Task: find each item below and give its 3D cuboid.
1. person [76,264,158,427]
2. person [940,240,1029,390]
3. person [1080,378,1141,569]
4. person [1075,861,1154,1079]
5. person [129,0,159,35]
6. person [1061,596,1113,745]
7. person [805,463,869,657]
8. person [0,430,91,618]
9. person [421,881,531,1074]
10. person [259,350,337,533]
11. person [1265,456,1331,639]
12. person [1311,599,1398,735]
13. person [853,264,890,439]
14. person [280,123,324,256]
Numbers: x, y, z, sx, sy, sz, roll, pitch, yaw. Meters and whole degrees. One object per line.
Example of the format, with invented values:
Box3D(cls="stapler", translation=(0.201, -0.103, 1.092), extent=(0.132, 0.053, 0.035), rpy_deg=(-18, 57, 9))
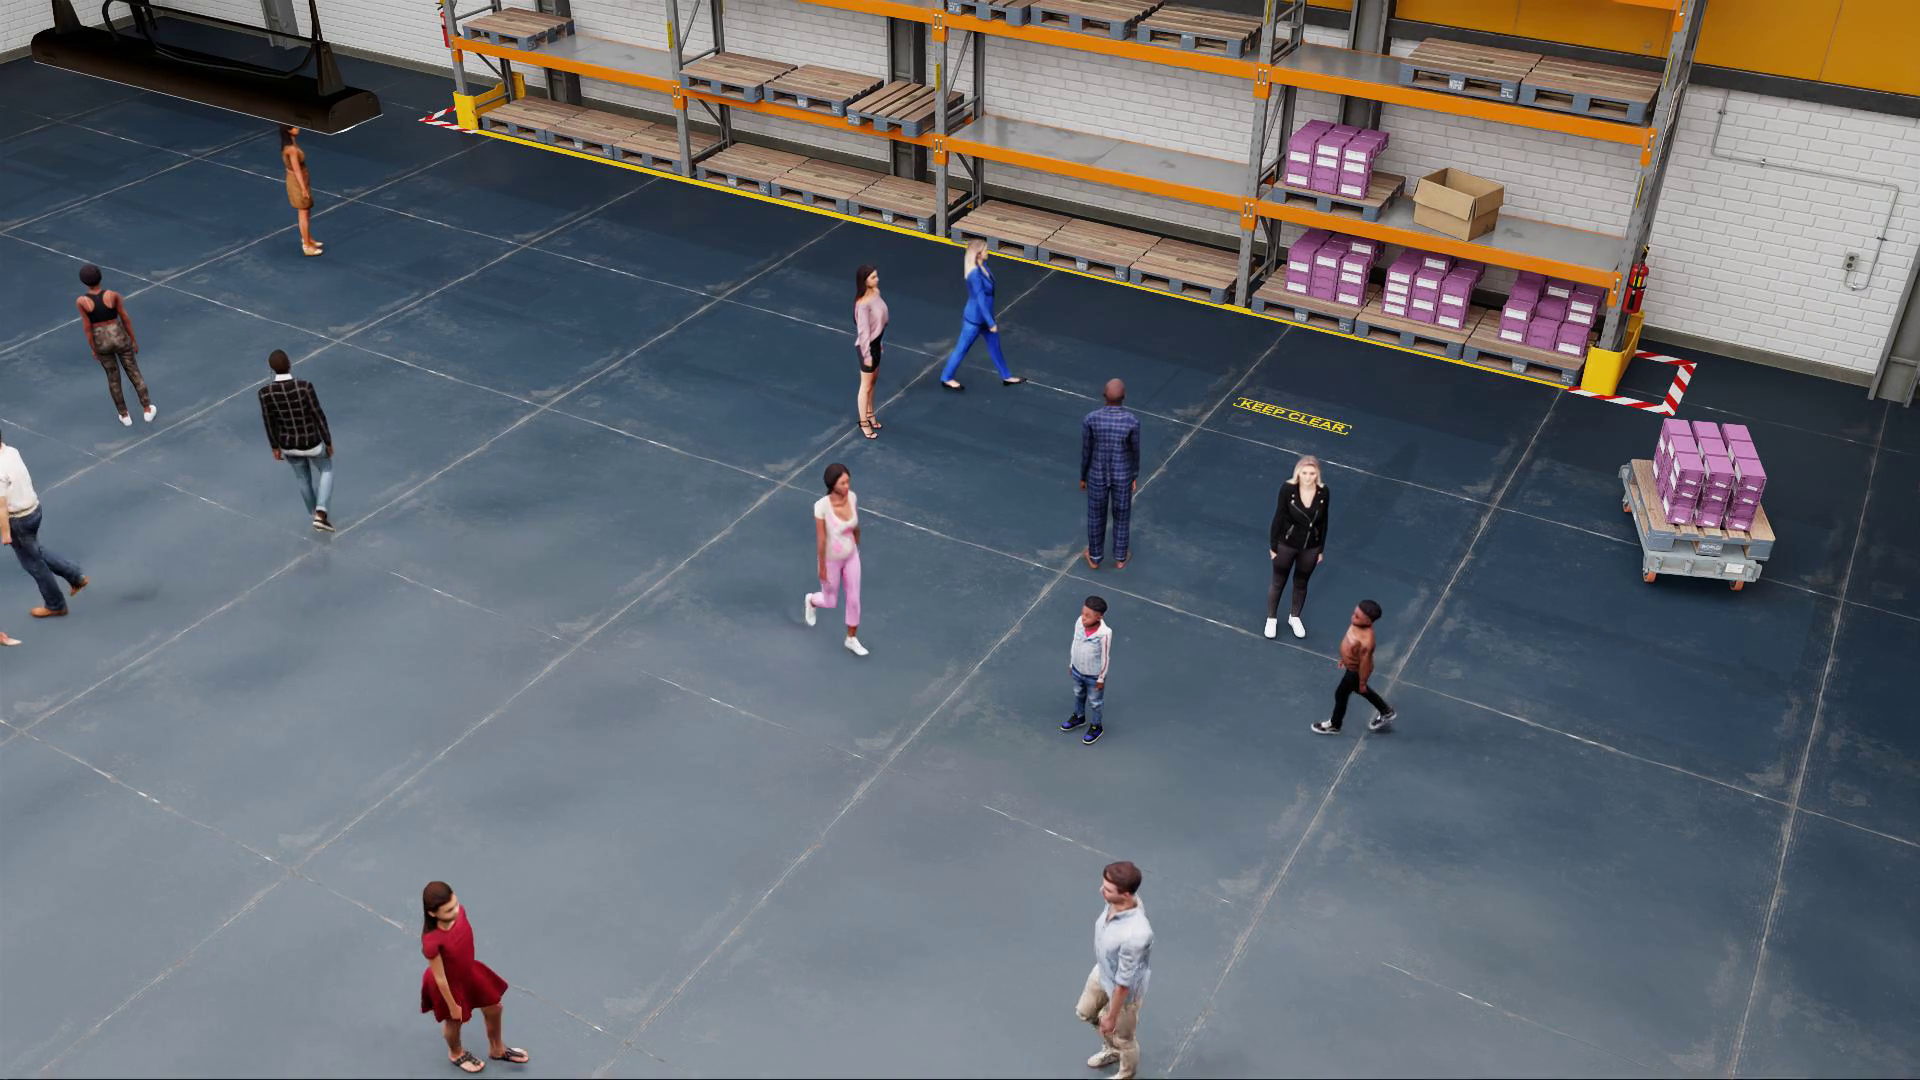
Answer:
Box3D(cls="person", translation=(-8.400, -1.940, 16.481), extent=(0.659, 1.699, 0.678), rpy_deg=(-16, 37, -22))
Box3D(cls="person", translation=(0.075, -2.240, 16.971), extent=(1.205, 1.655, 0.889), rpy_deg=(5, 34, 8))
Box3D(cls="person", translation=(1.294, -0.570, 14.311), extent=(0.690, 1.818, 0.811), rpy_deg=(1, 34, 2))
Box3D(cls="person", translation=(1.021, 2.550, 9.602), extent=(0.832, 1.836, 0.776), rpy_deg=(-8, 34, -12))
Box3D(cls="person", translation=(-13.688, -9.296, 27.475), extent=(0.688, 1.779, 0.695), rpy_deg=(-18, 37, -24))
Box3D(cls="person", translation=(0.982, 0.946, 12.533), extent=(0.493, 1.261, 0.591), rpy_deg=(29, 43, 36))
Box3D(cls="person", translation=(-1.022, 0.135, 13.335), extent=(0.792, 1.725, 1.003), rpy_deg=(-24, 41, -32))
Box3D(cls="person", translation=(-7.612, -0.170, 13.691), extent=(0.932, 1.839, 0.871), rpy_deg=(-7, 34, -10))
Box3D(cls="person", translation=(-3.043, 2.573, 9.838), extent=(0.768, 1.536, 0.623), rpy_deg=(11, 35, 16))
Box3D(cls="person", translation=(-5.819, -0.809, 14.677), extent=(0.947, 1.811, 0.995), rpy_deg=(-5, 34, -8))
Box3D(cls="person", translation=(2.741, 0.047, 13.503), extent=(0.638, 1.685, 0.754), rpy_deg=(0, 34, 0))
Box3D(cls="person", translation=(3.059, 0.962, 12.532), extent=(0.941, 1.236, 0.743), rpy_deg=(3, 34, 5))
Box3D(cls="person", translation=(-0.893, -1.856, 16.253), extent=(0.591, 1.811, 0.654), rpy_deg=(10, 35, 15))
Box3D(cls="person", translation=(-7.938, -4.255, 19.975), extent=(0.699, 1.686, 0.621), rpy_deg=(-13, 36, -19))
